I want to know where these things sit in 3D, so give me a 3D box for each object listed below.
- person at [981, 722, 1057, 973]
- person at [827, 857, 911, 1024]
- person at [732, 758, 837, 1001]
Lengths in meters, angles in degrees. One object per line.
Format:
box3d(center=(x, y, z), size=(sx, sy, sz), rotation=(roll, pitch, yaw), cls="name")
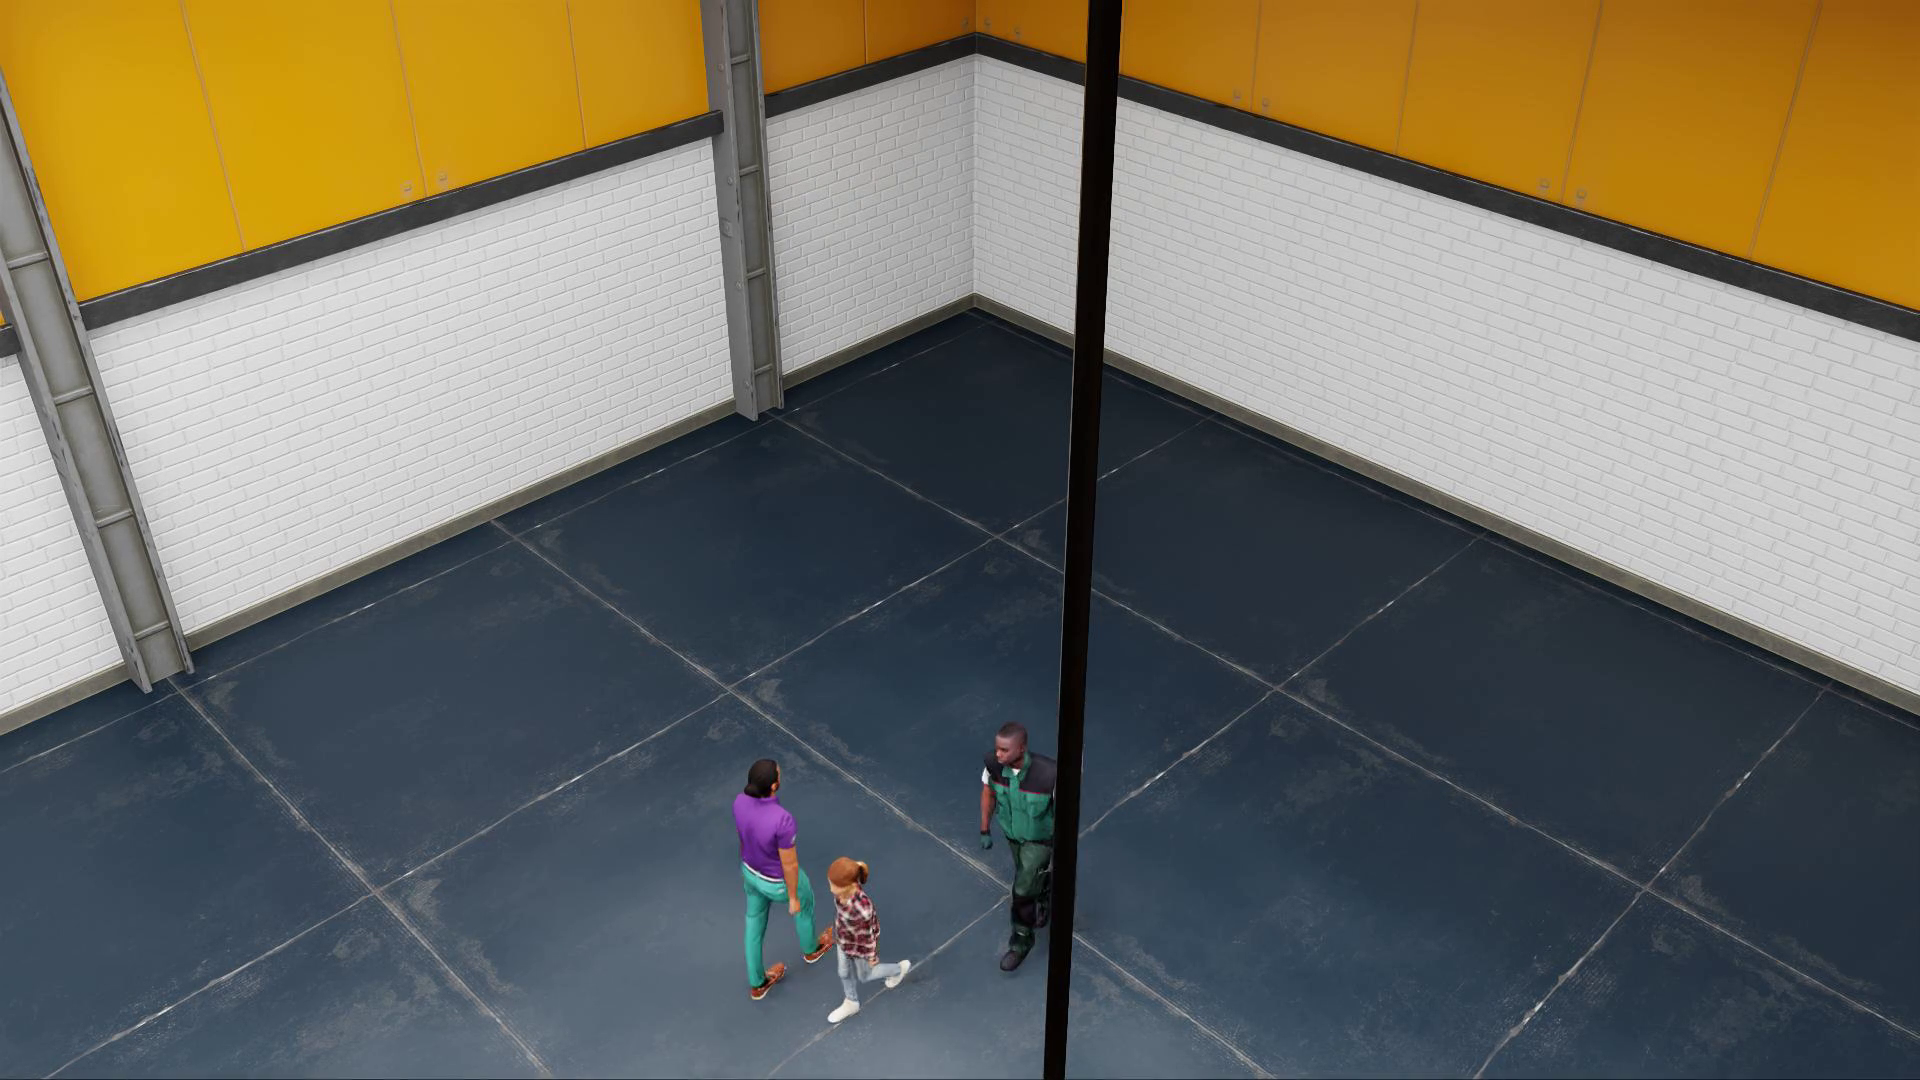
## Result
box3d(center=(0.479, 1.774, 10.278), size=(0.810, 1.784, 1.042), rotation=(14, 36, 20), cls="person")
box3d(center=(-0.559, 2.326, 9.901), size=(0.818, 1.280, 0.589), rotation=(-23, 40, -30), cls="person")
box3d(center=(-1.181, 2.062, 9.875), size=(0.781, 1.749, 1.002), rotation=(20, 38, 27), cls="person")
